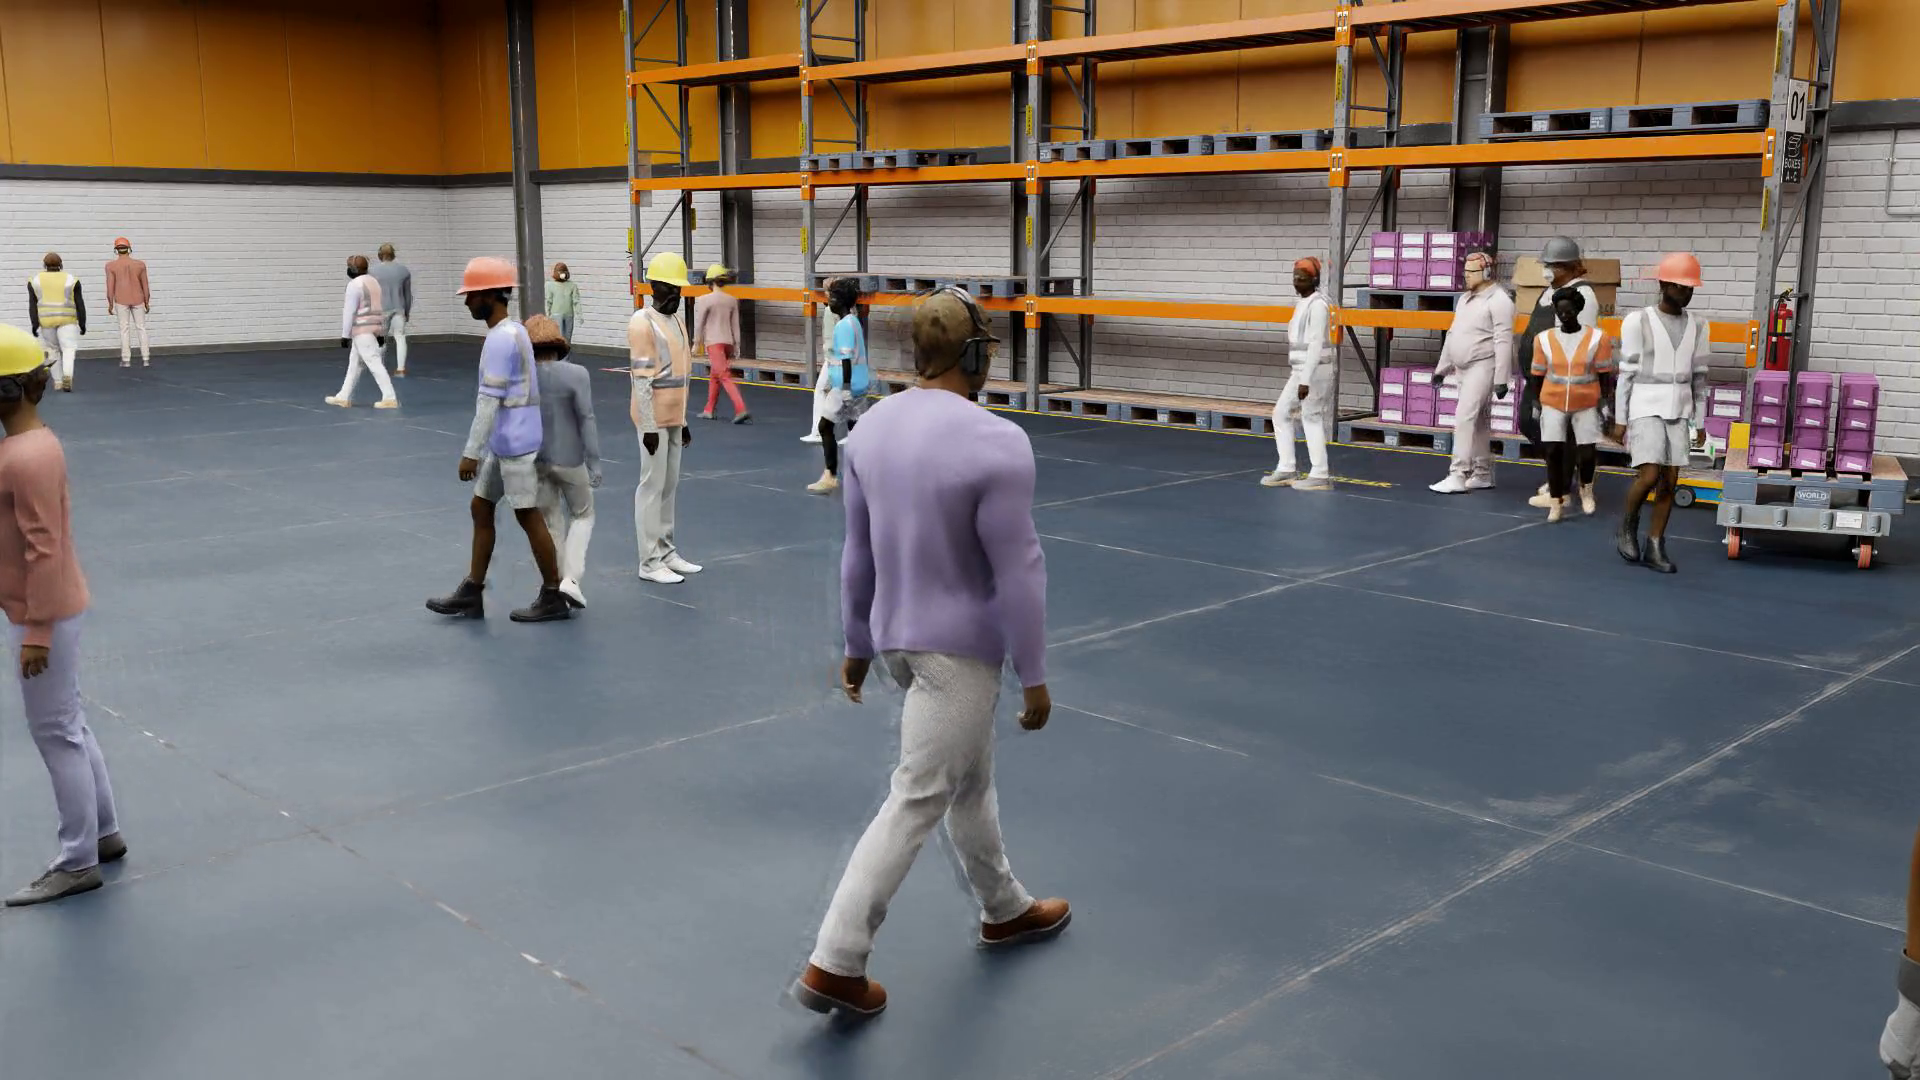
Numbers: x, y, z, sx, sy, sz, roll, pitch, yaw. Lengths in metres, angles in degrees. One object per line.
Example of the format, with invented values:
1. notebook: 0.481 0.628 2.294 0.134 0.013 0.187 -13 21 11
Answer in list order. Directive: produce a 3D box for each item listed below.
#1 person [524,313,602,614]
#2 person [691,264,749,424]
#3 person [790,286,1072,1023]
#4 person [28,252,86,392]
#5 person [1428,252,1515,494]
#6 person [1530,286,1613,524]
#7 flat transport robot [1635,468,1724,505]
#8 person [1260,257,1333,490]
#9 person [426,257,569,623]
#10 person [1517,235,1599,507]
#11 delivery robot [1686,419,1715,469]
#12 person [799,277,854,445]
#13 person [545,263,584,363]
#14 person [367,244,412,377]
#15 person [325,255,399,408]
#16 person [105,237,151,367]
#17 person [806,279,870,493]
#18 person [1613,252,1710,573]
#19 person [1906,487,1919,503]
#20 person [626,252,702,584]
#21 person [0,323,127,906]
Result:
1. person: -2.148 -0.400 8.881 0.549 1.609 0.340 2 11 11
2. person: -2.577 -2.120 17.992 0.934 1.717 0.521 8 13 37
3. person: -0.079 0.289 4.382 1.012 1.900 0.647 -9 14 -40
4. person: -11.738 -2.833 21.641 0.637 1.817 0.847 -4 11 -20
5. person: 3.942 -1.303 13.076 0.722 1.882 0.664 -2 11 -8
6. person: 4.308 -0.953 11.738 0.553 1.671 0.516 5 12 26
7. flat transport robot: 5.827 -0.366 12.372 1.431 0.197 0.652 10 14 42
8. person: 2.654 -1.302 13.155 0.684 1.851 0.623 0 10 0
9. person: -2.462 -0.496 8.619 0.852 1.903 0.556 -2 11 -12
10. person: 4.428 -1.249 12.356 0.541 2.000 0.701 0 10 -2
11. delivery robot: 5.843 -0.728 13.313 0.477 0.478 0.707 4 11 21
12. person: -1.258 -1.717 16.038 0.704 1.611 0.546 5 11 24
13. person: -5.869 -3.300 24.733 0.514 1.605 0.754 -6 12 -29
14. person: -8.219 -3.298 23.950 0.649 1.880 1.024 -8 13 -37
15. person: -7.039 -2.432 19.493 0.949 1.792 0.644 1 10 5
16. person: -12.859 -3.672 25.721 0.610 1.985 0.392 -8 13 -38
17. person: -0.975 -1.188 13.011 0.633 1.673 0.547 1 10 5
18. person: 4.213 -0.752 9.953 0.556 1.921 0.411 -1 10 -8
19. person: 7.291 -1.152 12.156 0.678 1.932 0.726 -9 14 -42
20. person: -1.730 -0.717 9.777 0.383 1.922 0.587 2 11 13
21. person: -2.836 0.224 5.082 0.319 1.769 0.533 -6 12 -29
